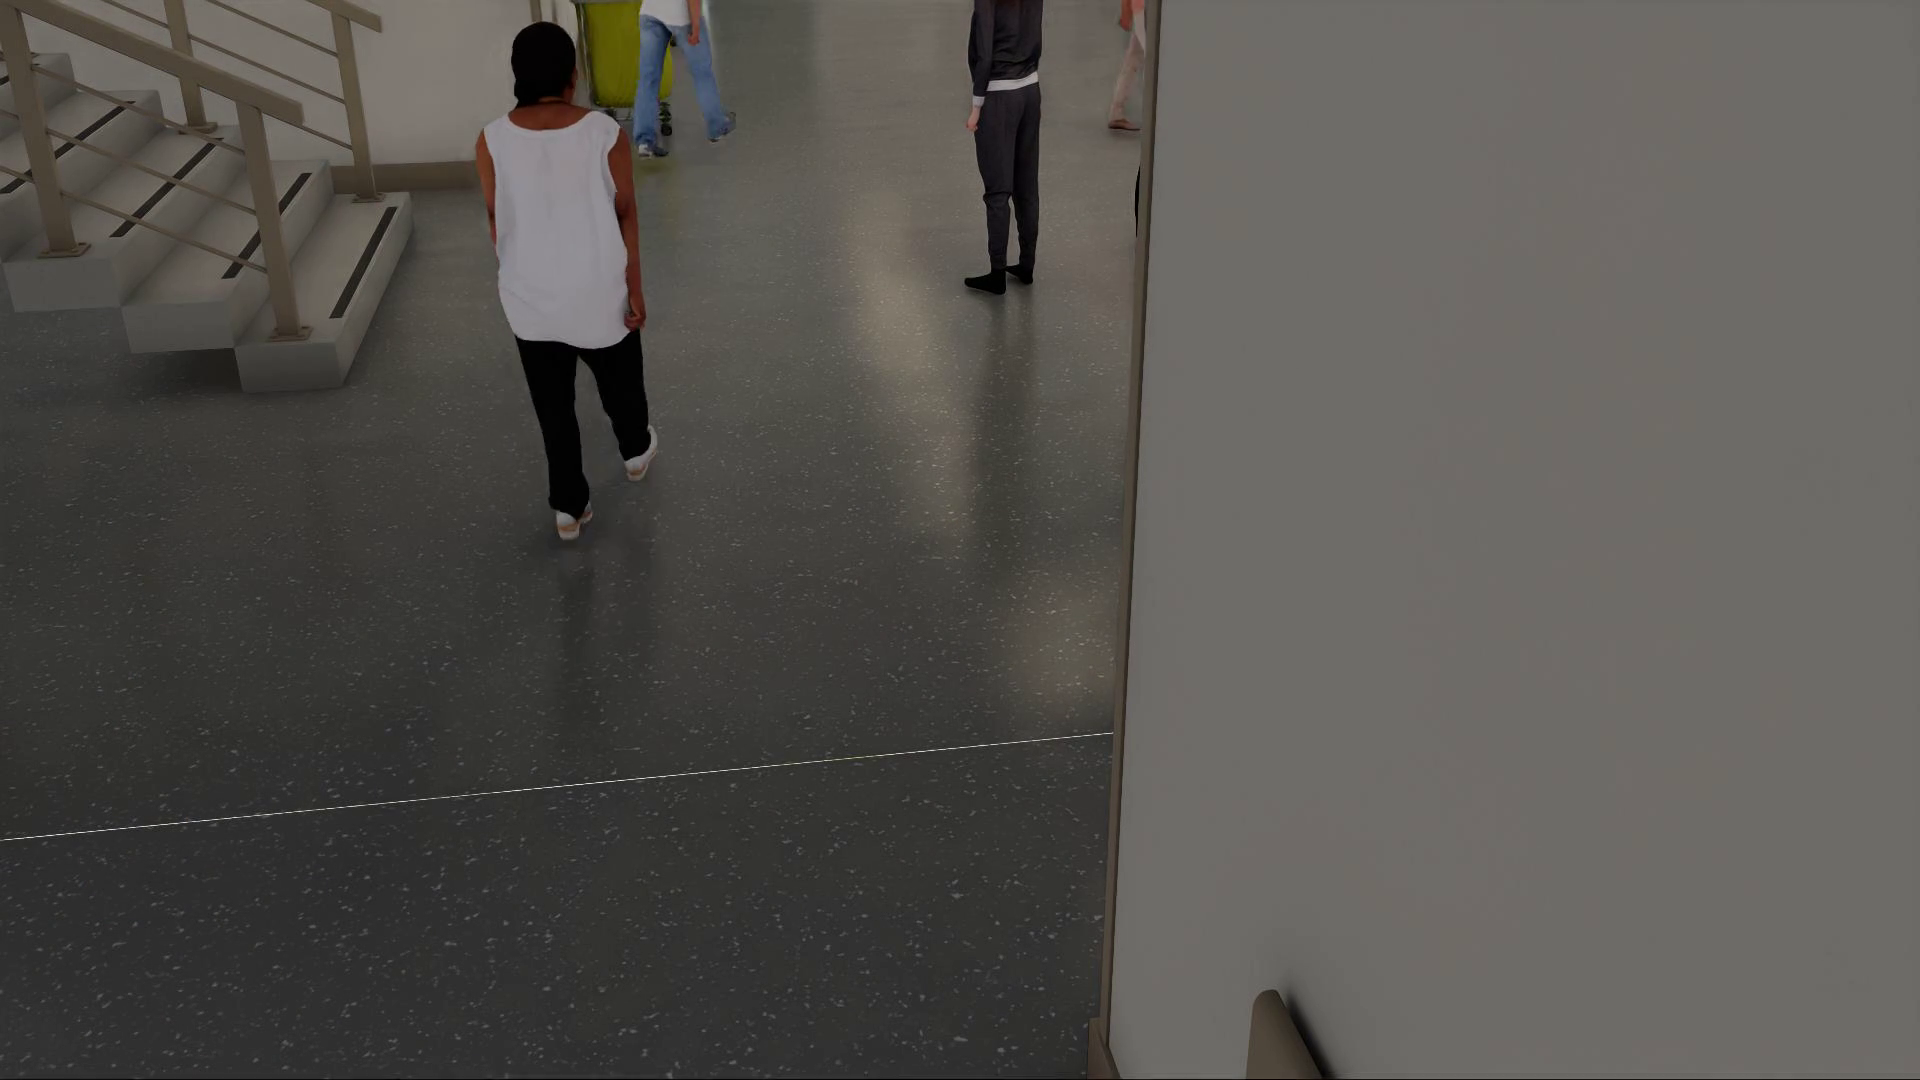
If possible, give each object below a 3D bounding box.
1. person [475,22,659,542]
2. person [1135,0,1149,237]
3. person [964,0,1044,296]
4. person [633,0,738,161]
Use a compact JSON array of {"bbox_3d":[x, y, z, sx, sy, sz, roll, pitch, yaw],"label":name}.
[{"bbox_3d":[-1.292,-0.798,5.433,0.978,1.661,0.847,1,26,1],"label":"person"},{"bbox_3d":[1.092,-2.359,8.460,0.632,1.844,0.710,-11,28,-22],"label":"person"},{"bbox_3d":[0.227,-2.072,7.942,0.615,1.777,0.711,-23,34,-39],"label":"person"},{"bbox_3d":[-1.861,-3.235,10.333,1.253,1.796,1.181,12,28,23],"label":"person"}]
